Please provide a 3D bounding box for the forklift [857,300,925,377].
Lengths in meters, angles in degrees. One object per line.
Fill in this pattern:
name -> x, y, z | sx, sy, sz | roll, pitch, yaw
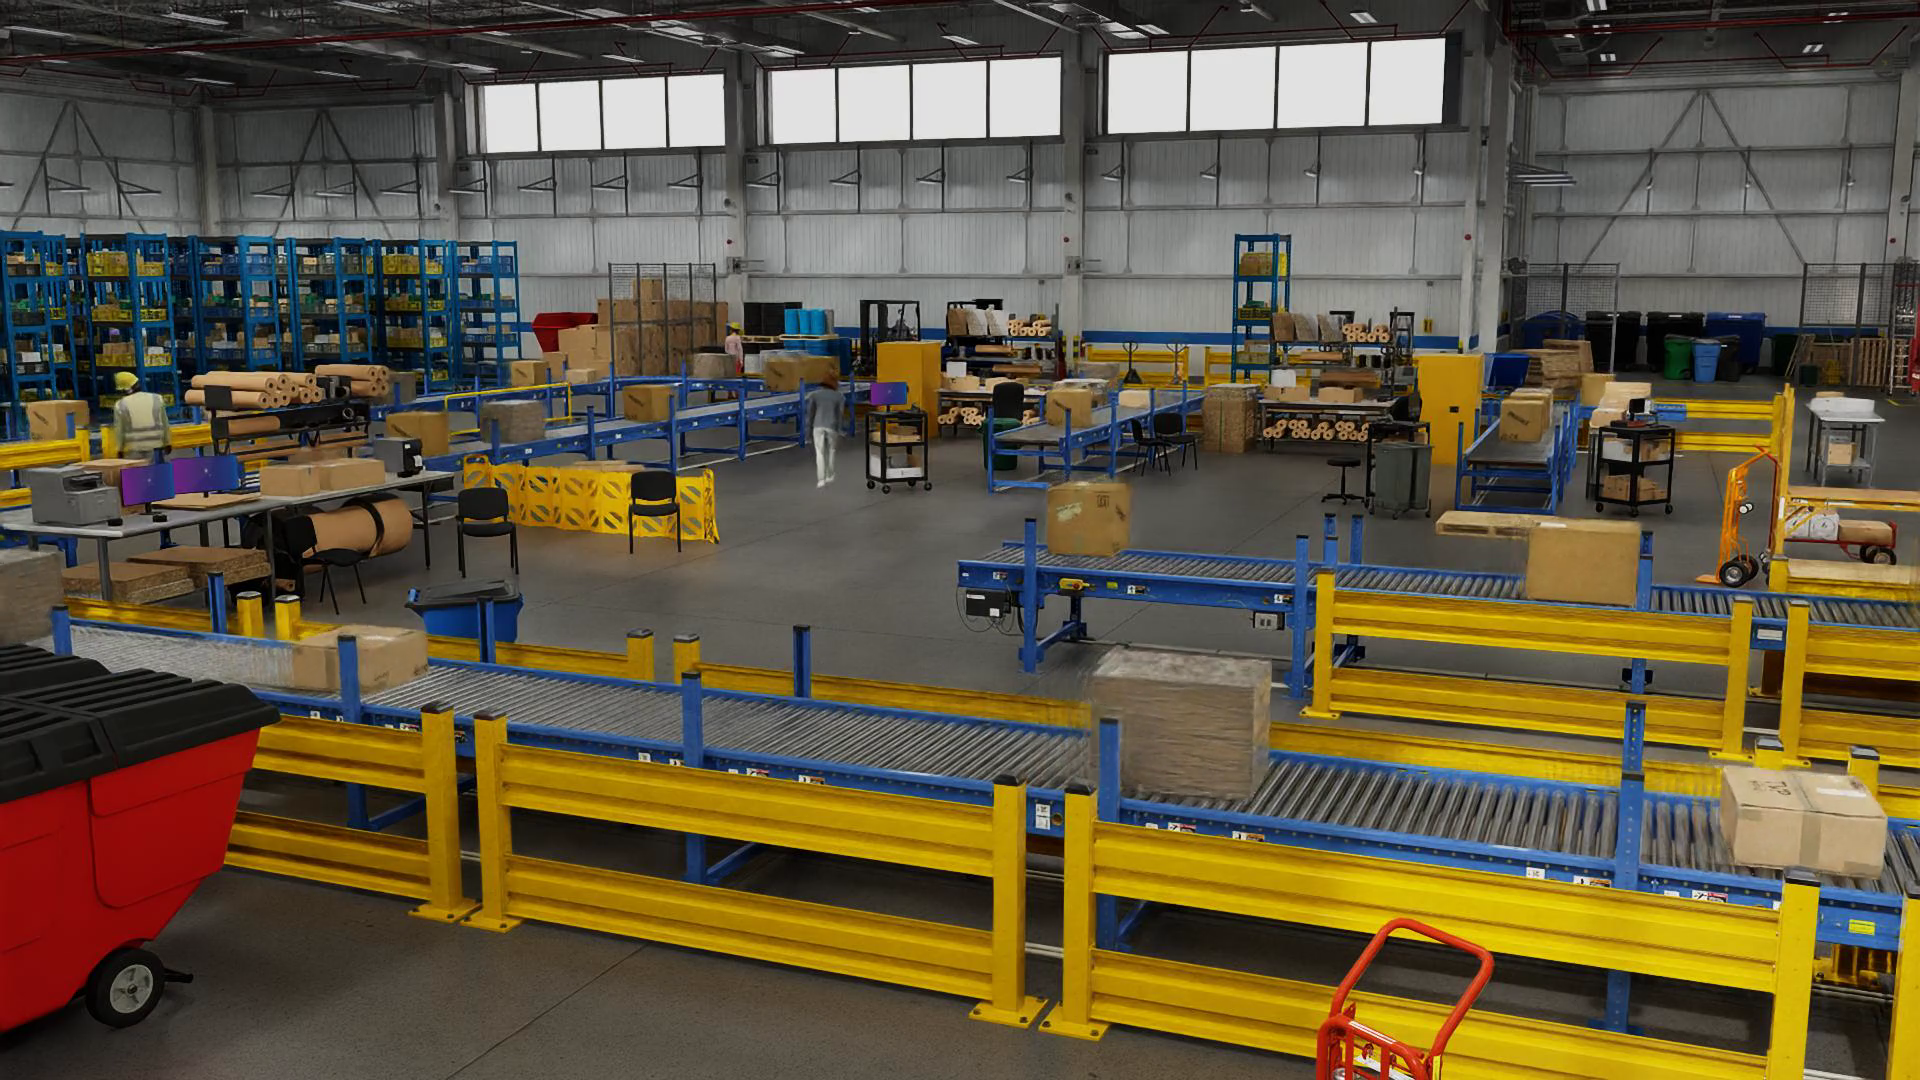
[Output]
forklift -> -1.732, -5.109, 42.468 | 1.157, 1.987, 2.680 | 4, 10, 22

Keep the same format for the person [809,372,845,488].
person -> -1.828, -1.517, 22.889 | 0.506, 1.571, 0.898 | -1, 9, -3

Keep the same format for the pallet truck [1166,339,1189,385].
pallet truck -> 5.418, -4.269, 40.420 | 0.704, 1.261, 1.522 | 3, 10, 20

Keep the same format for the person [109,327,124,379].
person -> -19.509, -4.230, 38.541 | 0.565, 1.836, 0.379 | 6, 11, 31

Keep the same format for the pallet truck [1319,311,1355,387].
pallet truck -> 9.071, -4.419, 39.190 | 0.823, 1.965, 1.885 | 5, 10, 26

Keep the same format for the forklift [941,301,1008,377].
forklift -> 0.365, -4.966, 41.571 | 1.157, 1.987, 2.680 | 3, 10, 20

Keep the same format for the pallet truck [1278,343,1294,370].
pallet truck -> 7.886, -4.163, 39.743 | 0.653, 1.274, 1.630 | 4, 10, 22

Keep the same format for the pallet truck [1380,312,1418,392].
pallet truck -> 10.207, -4.283, 38.369 | 0.823, 1.965, 1.885 | 3, 10, 20

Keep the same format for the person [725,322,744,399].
person -> -5.092, -4.060, 37.720 | 0.533, 1.767, 0.325 | 8, 12, 39

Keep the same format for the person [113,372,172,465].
person -> -9.843, -1.146, 20.043 | 0.622, 1.778, 0.443 | -6, 11, -32

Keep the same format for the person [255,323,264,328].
person -> -16.695, -4.502, 39.802 | 0.737, 1.958, 0.631 | -5, 10, -26

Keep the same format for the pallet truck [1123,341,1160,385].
pallet truck -> 4.445, -4.380, 41.279 | 0.680, 1.201, 1.601 | 4, 10, 22
